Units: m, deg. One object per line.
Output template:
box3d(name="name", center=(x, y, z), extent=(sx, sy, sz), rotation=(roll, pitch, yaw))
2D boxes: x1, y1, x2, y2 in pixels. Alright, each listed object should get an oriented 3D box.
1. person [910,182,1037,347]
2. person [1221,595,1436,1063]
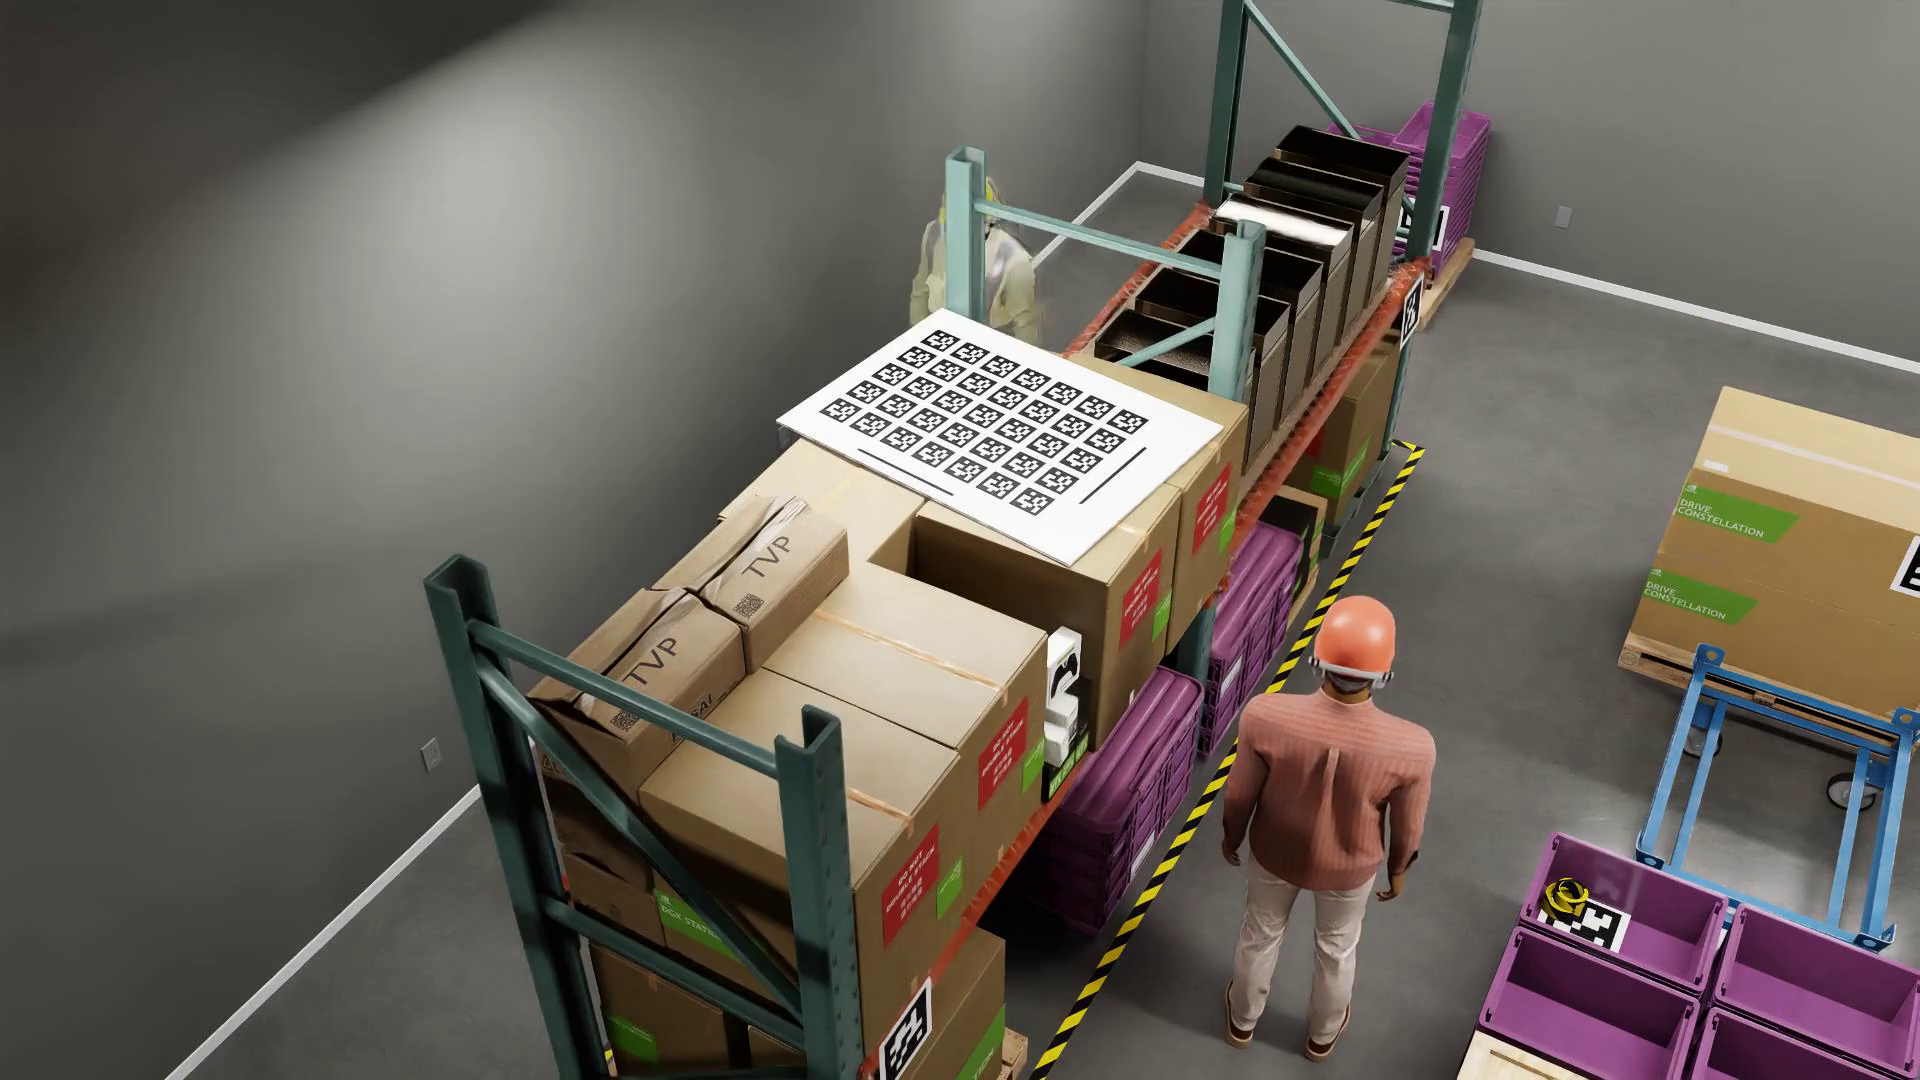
box3d(name="person", center=(0.050, -0.906, 7.773), extent=(0.611, 1.813, 0.424), rotation=(30, 48, 31))
box3d(name="person", center=(1.157, 0.974, 5.393), extent=(0.622, 1.990, 0.399), rotation=(10, 41, 12))
